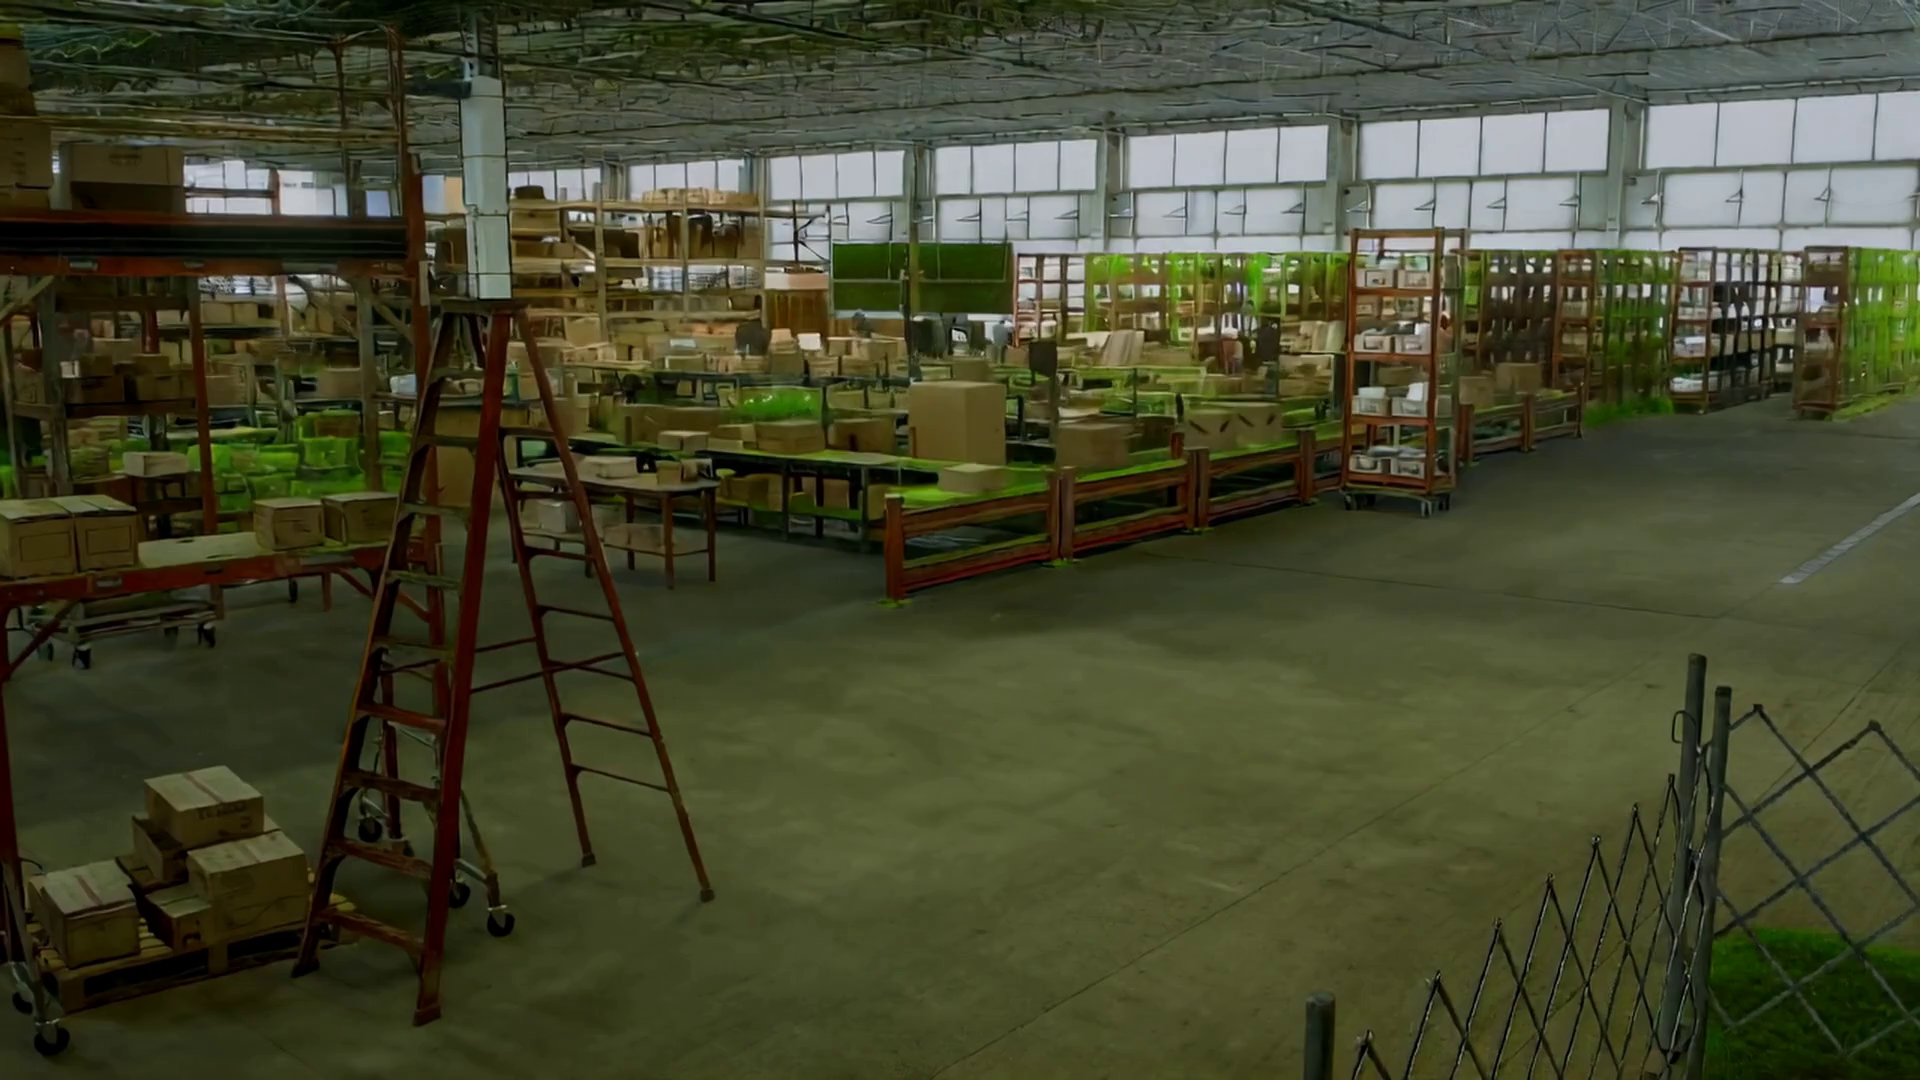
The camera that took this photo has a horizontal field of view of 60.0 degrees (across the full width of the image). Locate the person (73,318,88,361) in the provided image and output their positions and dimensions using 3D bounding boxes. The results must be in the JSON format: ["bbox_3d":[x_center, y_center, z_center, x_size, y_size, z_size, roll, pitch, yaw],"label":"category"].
[{"bbox_3d":[-22.697,-4.770,42.930,1.034,1.892,0.647,-2,9,-13],"label":"person"}]

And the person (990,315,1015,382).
[{"bbox_3d":[1.190,-5.372,46.729,0.705,1.868,0.718,0,9,1],"label":"person"}]

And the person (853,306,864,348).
[{"bbox_3d":[-4.151,-8.678,67.908,0.494,1.697,0.914,-3,10,-21],"label":"person"}]

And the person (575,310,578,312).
[{"bbox_3d":[-16.391,-9.460,72.061,0.586,1.916,0.523,4,10,23],"label":"person"}]

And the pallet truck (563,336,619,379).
[{"bbox_3d":[-10.690,-5.294,48.215,1.601,1.201,0.680,-5,10,-26],"label":"pallet truck"}]

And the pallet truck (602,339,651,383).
[{"bbox_3d":[-8.991,-4.871,45.351,0.653,1.274,1.630,7,11,37],"label":"pallet truck"}]

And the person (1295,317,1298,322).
[{"bbox_3d":[10.305,-6.046,50.573,0.413,1.987,0.607,7,12,38],"label":"person"}]

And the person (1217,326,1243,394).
[{"bbox_3d":[6.166,-3.956,37.977,0.596,1.831,0.403,3,10,18],"label":"person"}]

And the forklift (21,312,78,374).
[{"bbox_3d":[-23.397,-5.318,43.224,1.873,2.768,1.129,4,10,24],"label":"forklift"}]

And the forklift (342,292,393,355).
[{"bbox_3d":[-16.485,-5.622,45.120,1.129,2.768,1.873,7,11,37],"label":"forklift"}]

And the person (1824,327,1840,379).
[{"bbox_3d":[21.267,-4.379,40.625,0.454,1.826,0.592,6,11,33],"label":"person"}]
